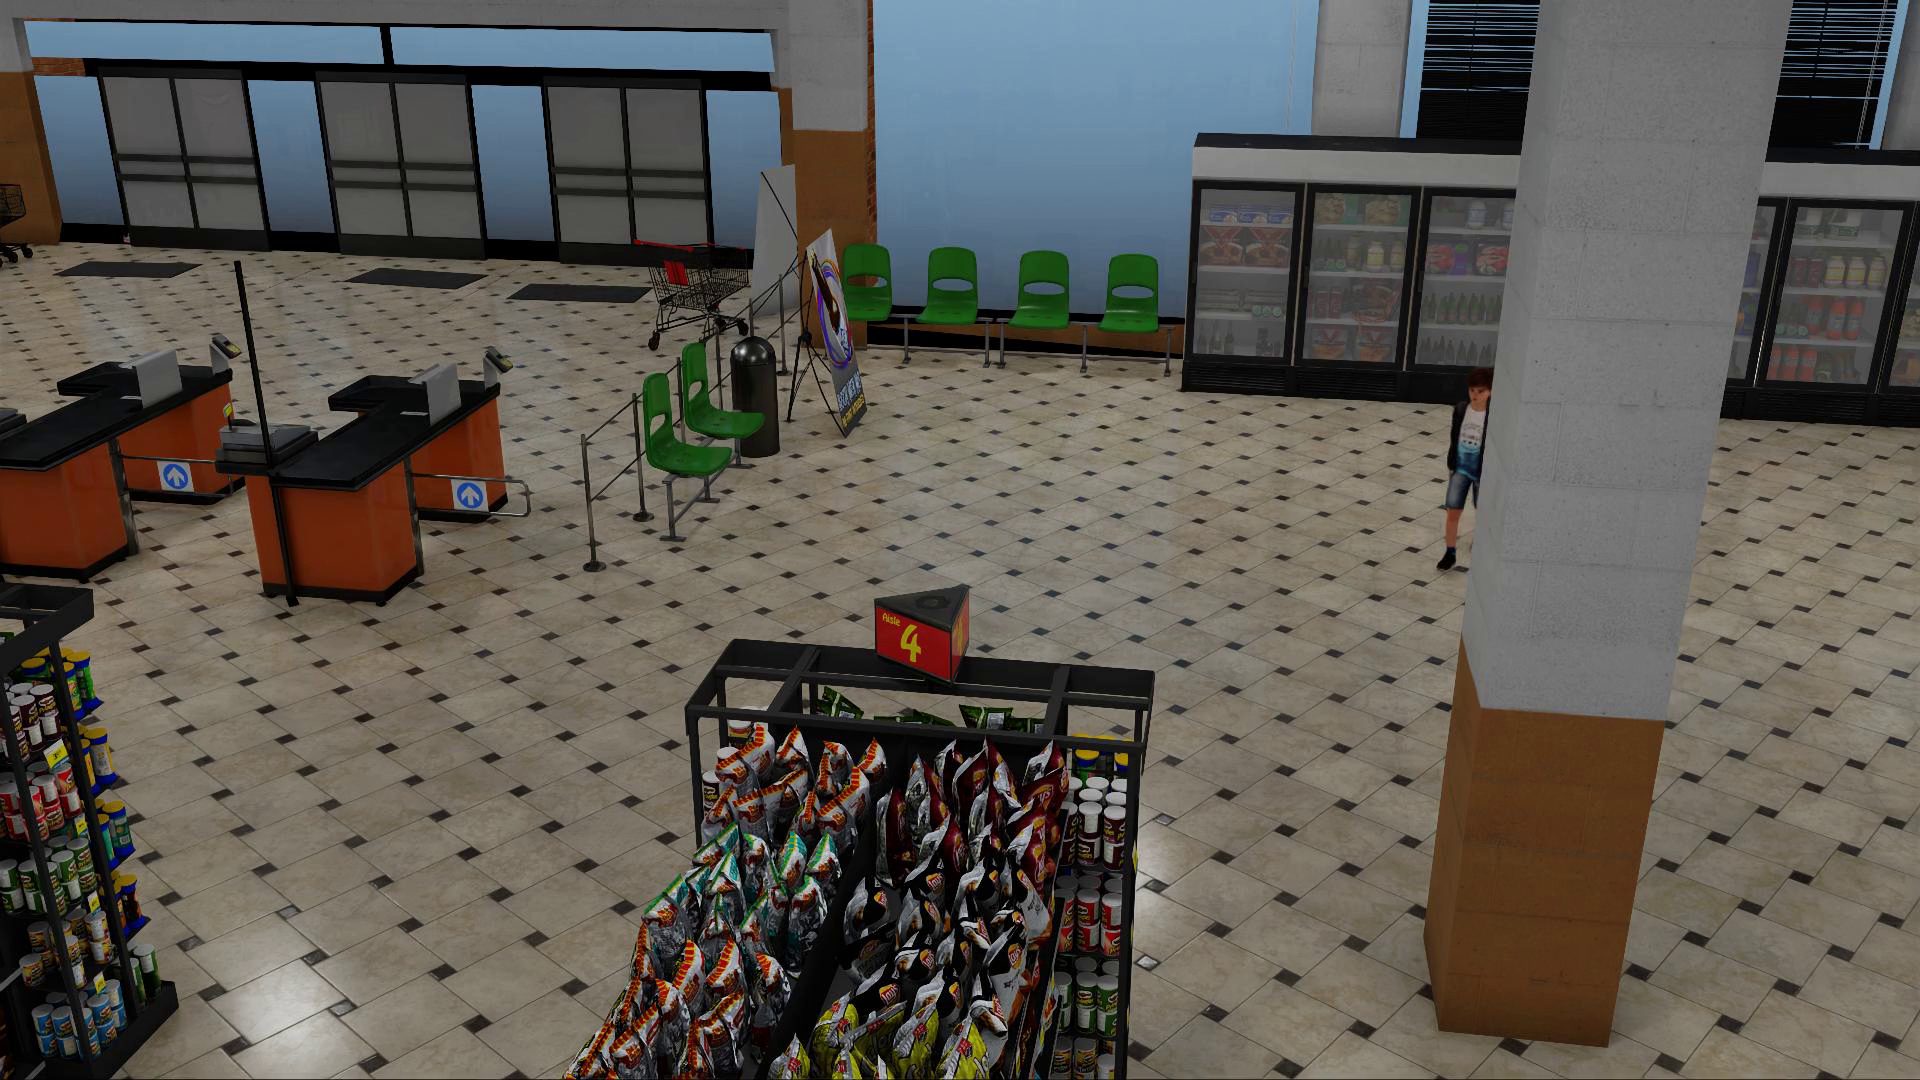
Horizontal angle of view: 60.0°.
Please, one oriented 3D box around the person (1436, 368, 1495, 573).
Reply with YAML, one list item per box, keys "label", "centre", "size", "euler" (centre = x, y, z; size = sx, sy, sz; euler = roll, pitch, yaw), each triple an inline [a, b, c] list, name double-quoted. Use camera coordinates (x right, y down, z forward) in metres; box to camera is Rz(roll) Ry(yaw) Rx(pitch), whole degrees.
- label: "person"
  centre: [3.639, -0.509, 11.704]
  size: [0.783, 1.419, 1.016]
  euler: [13, 25, 30]
